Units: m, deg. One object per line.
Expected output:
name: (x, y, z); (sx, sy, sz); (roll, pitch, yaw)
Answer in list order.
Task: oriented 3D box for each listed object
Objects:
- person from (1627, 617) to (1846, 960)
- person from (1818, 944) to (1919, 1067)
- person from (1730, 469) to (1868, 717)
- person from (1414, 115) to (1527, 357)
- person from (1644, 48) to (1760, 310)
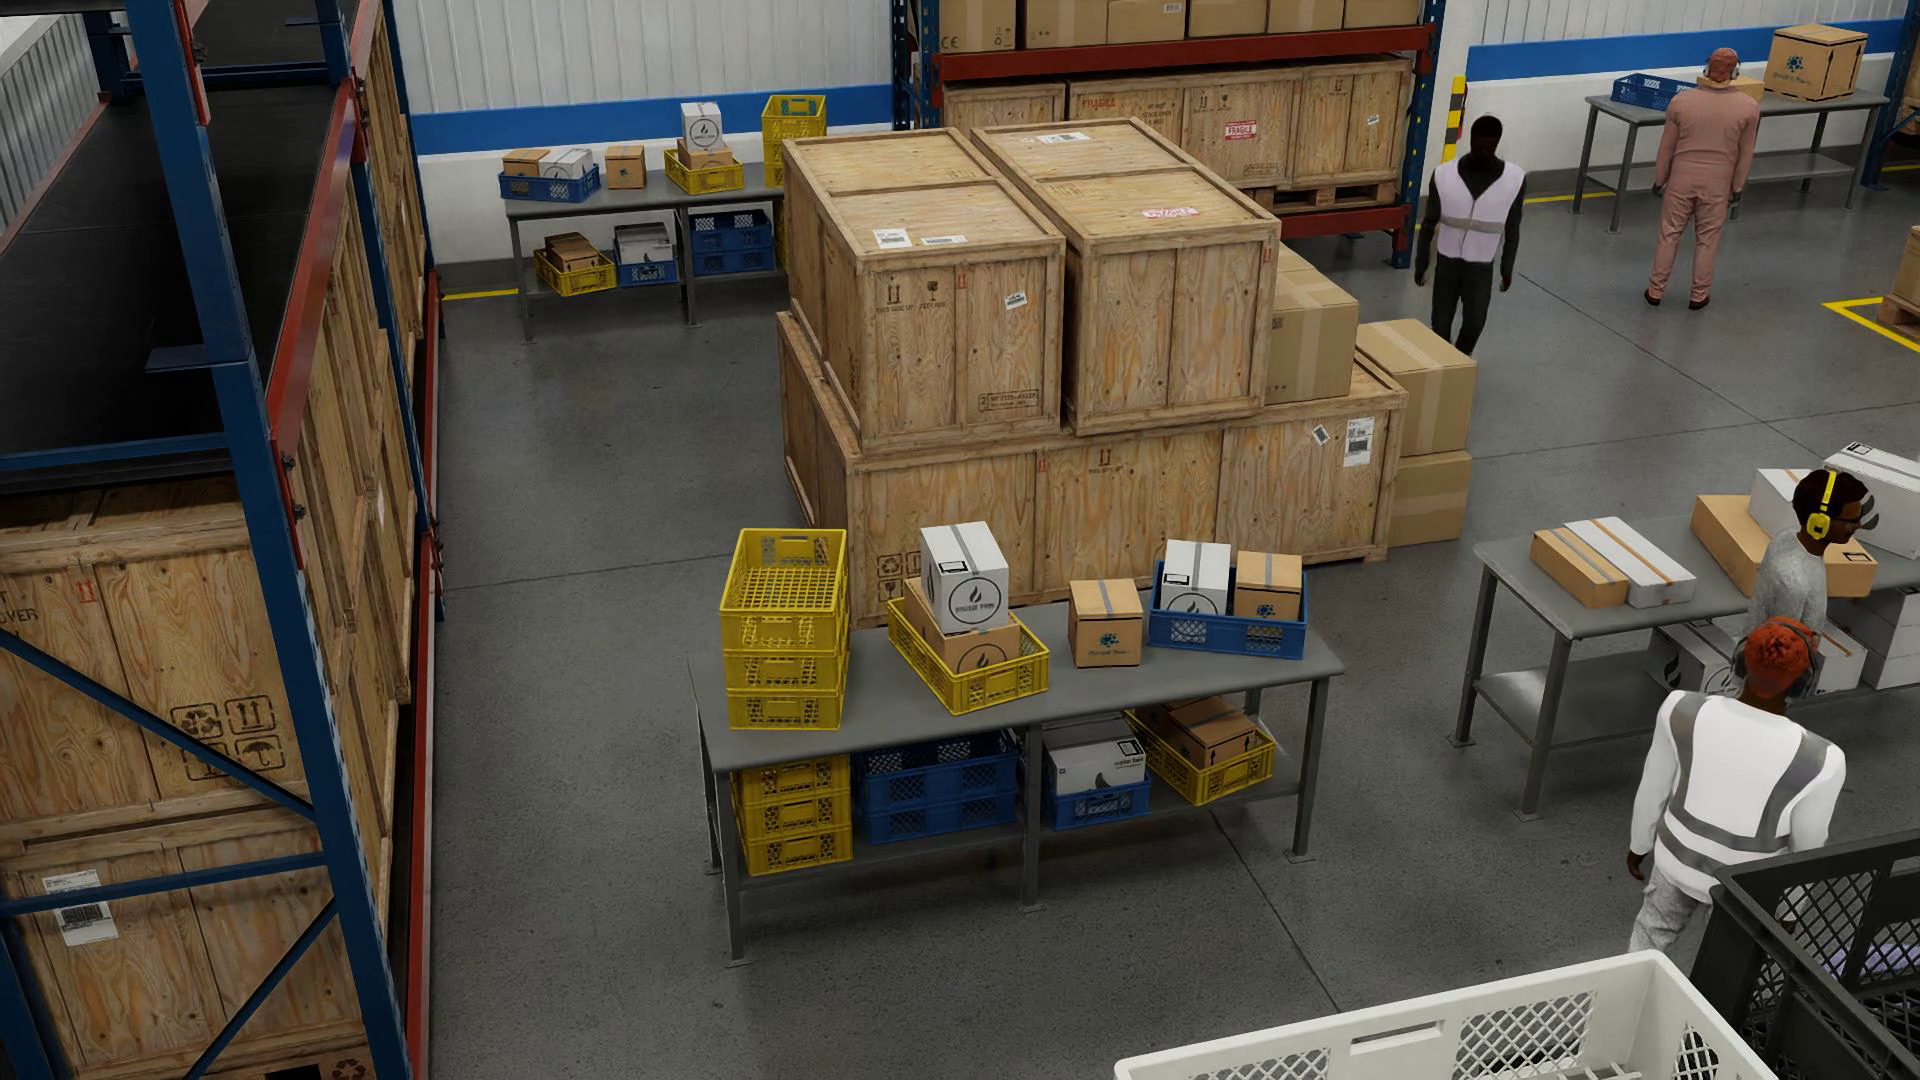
person: (2.475, 1.089, 5.460); (0.579, 1.878, 0.341); (23, 36, 35)
person: (2.425, 1.660, 4.361); (0.631, 1.936, 0.362); (12, 31, 21)
person: (3.137, 0.571, 6.407); (0.325, 1.871, 0.524); (10, 31, 18)
person: (3.228, -1.784, 10.649); (0.623, 1.899, 0.453); (9, 30, 16)
person: (5.422, -2.636, 12.197); (0.638, 1.903, 0.408); (12, 31, 20)
